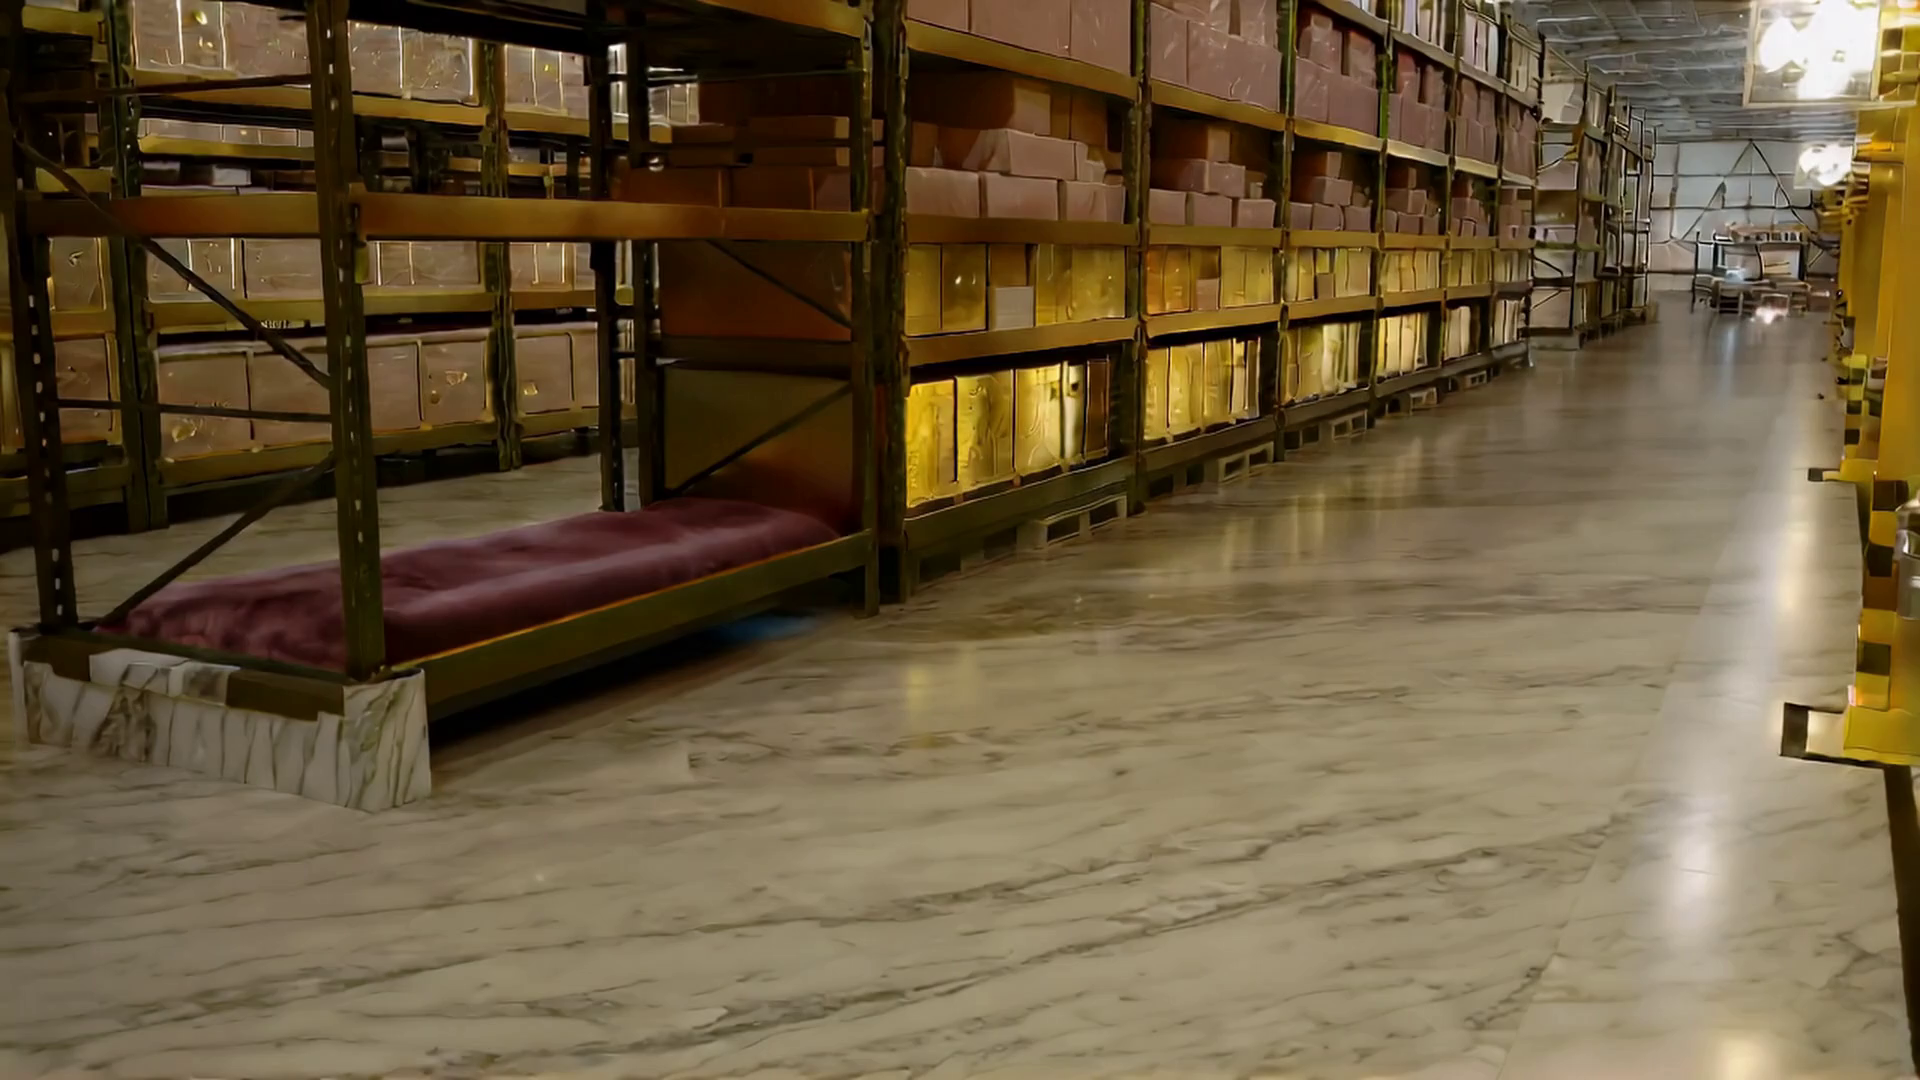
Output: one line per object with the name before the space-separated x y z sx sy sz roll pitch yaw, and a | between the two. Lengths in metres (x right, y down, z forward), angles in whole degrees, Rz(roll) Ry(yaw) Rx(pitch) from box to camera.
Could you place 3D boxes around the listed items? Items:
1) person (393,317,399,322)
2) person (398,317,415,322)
person | -10.482 -3.928 30.686 0.310 1.636 0.523 -5 11 -25
person | -9.358 -3.683 28.494 0.549 1.914 0.811 3 10 16
